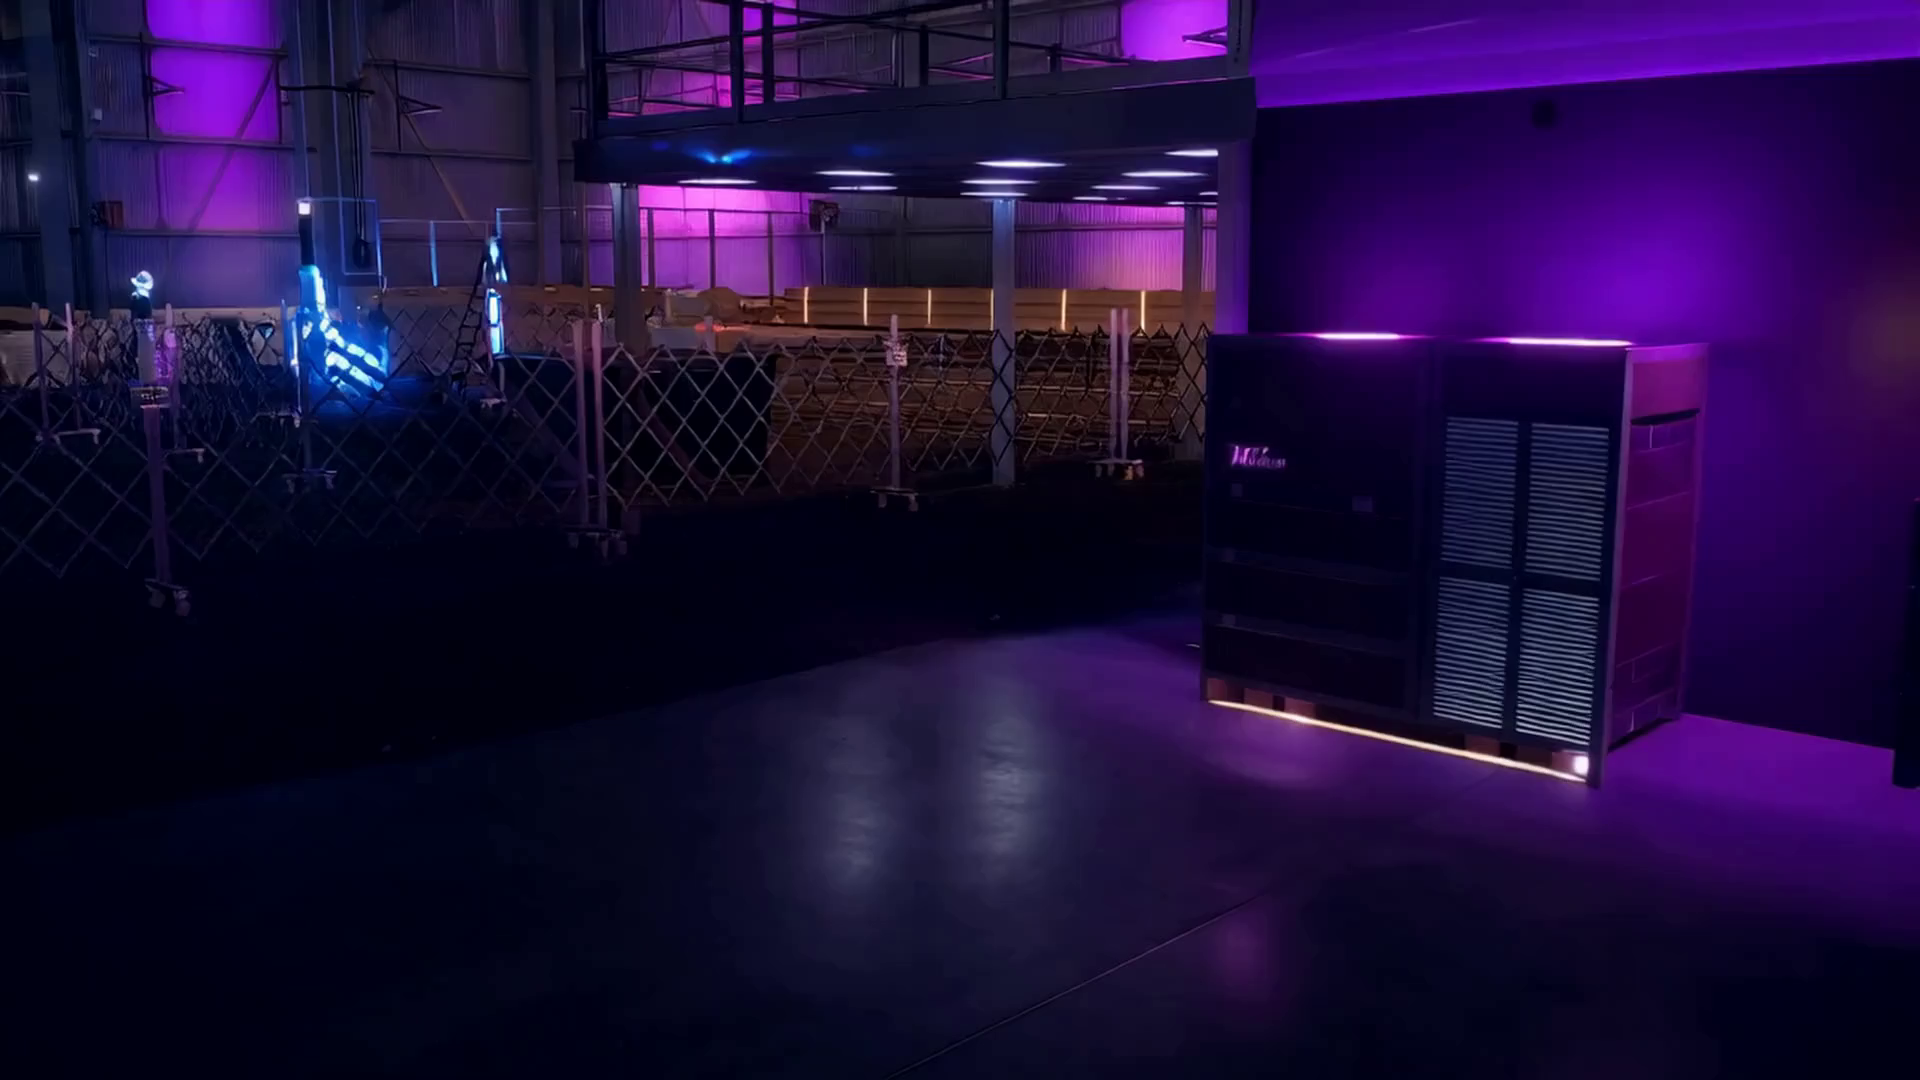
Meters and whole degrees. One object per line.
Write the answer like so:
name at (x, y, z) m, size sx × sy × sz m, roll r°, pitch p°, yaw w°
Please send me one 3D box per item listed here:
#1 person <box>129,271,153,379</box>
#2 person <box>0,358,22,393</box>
person at (-13.528, -3.426, 27.567) m, size 0.417 × 2.036 × 0.601 m, roll -2°, pitch 10°, yaw -14°
person at (-16.083, -3.317, 27.408) m, size 0.991 × 1.852 × 0.661 m, roll 2°, pitch 9°, yaw 11°
